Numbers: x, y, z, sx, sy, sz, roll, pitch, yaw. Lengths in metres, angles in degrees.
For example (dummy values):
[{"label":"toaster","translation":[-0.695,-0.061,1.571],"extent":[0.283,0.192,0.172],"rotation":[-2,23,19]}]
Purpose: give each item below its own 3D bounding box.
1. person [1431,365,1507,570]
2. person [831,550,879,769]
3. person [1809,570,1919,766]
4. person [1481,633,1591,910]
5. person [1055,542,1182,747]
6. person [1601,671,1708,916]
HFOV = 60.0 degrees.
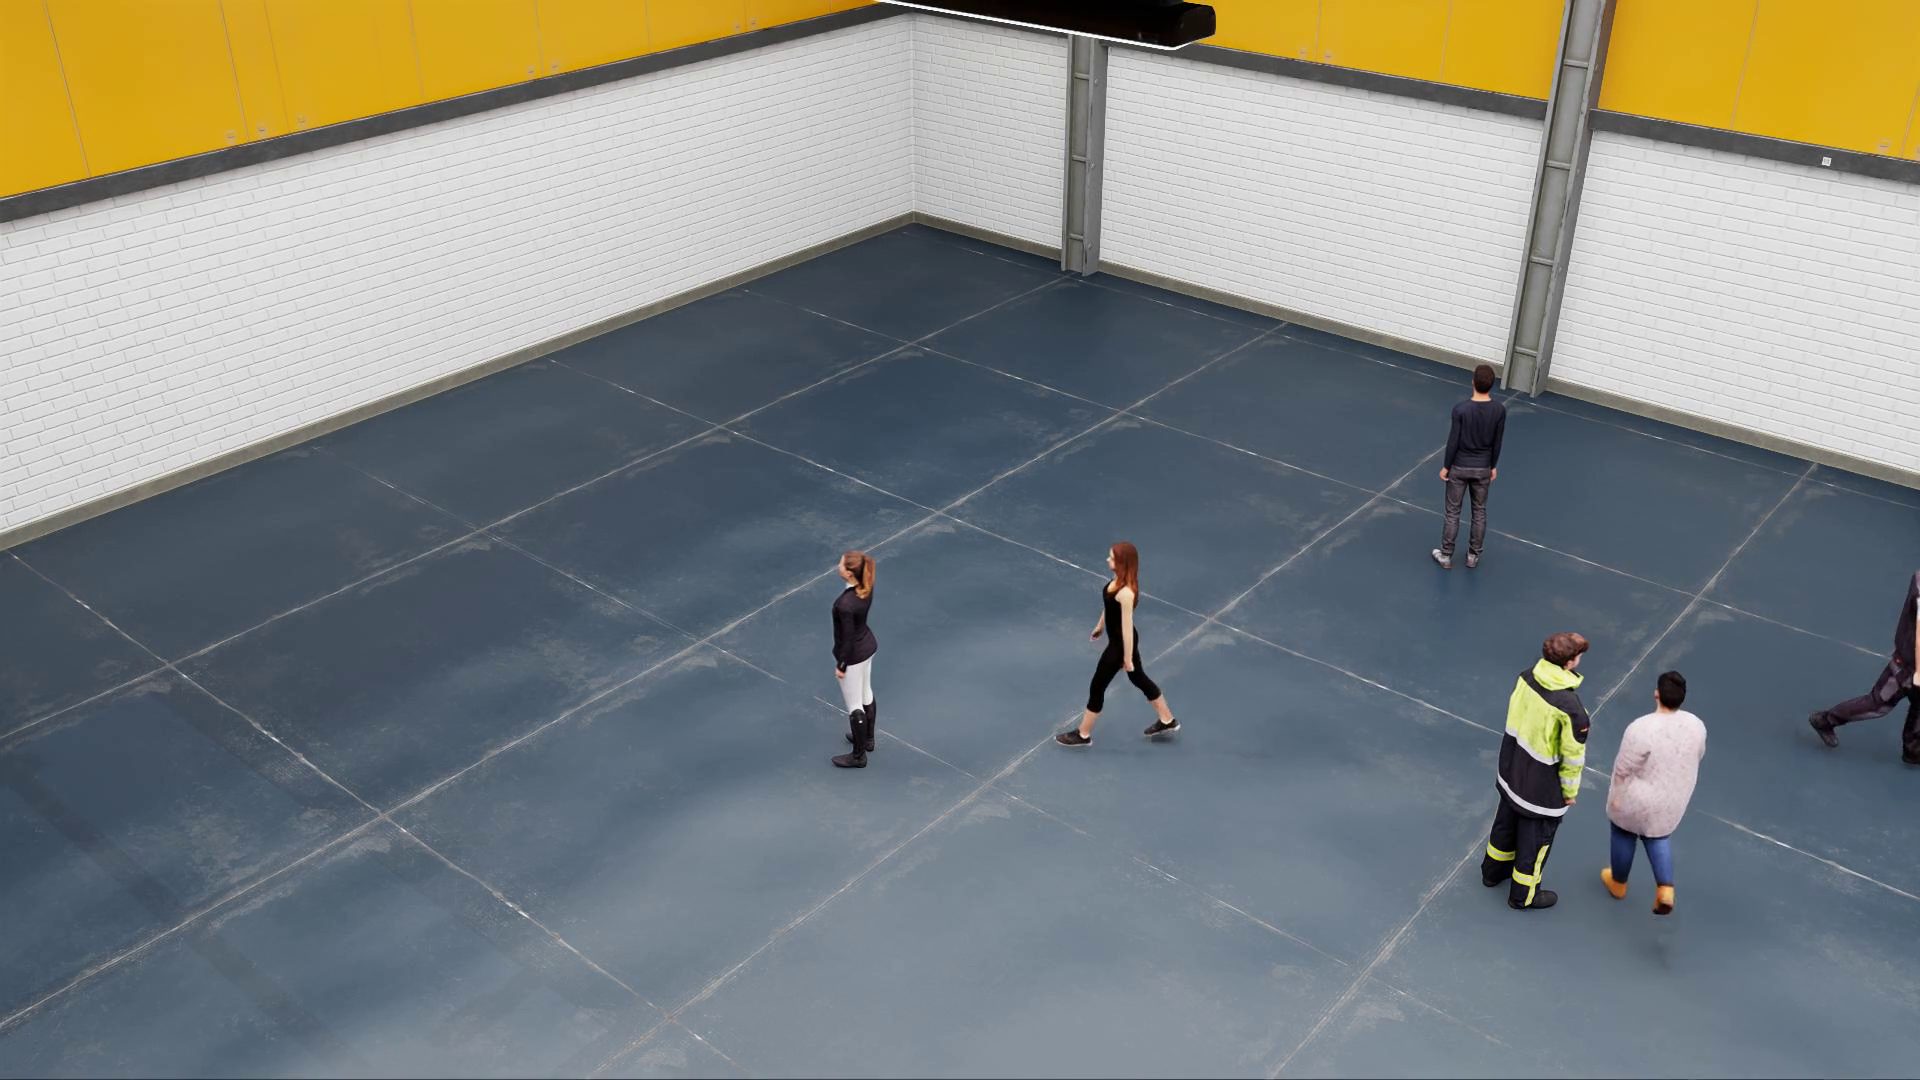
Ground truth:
[{"label":"person","translation":[4.398,-0.620,14.318],"extent":[0.699,1.870,0.777],"rotation":[0,29,0]},{"label":"person","translation":[-0.743,0.833,11.802],"extent":[0.665,1.729,0.644],"rotation":[9,30,16]},{"label":"person","translation":[6.644,0.802,11.768],"extent":[1.202,1.815,0.780],"rotation":[17,33,28]},{"label":"person","translation":[3.635,1.424,10.453],"extent":[0.930,1.982,0.781],"rotation":[-11,31,-20]},{"label":"person","translation":[1.253,0.767,11.966],"extent":[1.201,1.687,1.020],"rotation":[2,29,4]},{"label":"person","translation":[4.337,1.619,10.362],"extent":[0.974,1.727,1.029],"rotation":[-1,29,-2]}]
